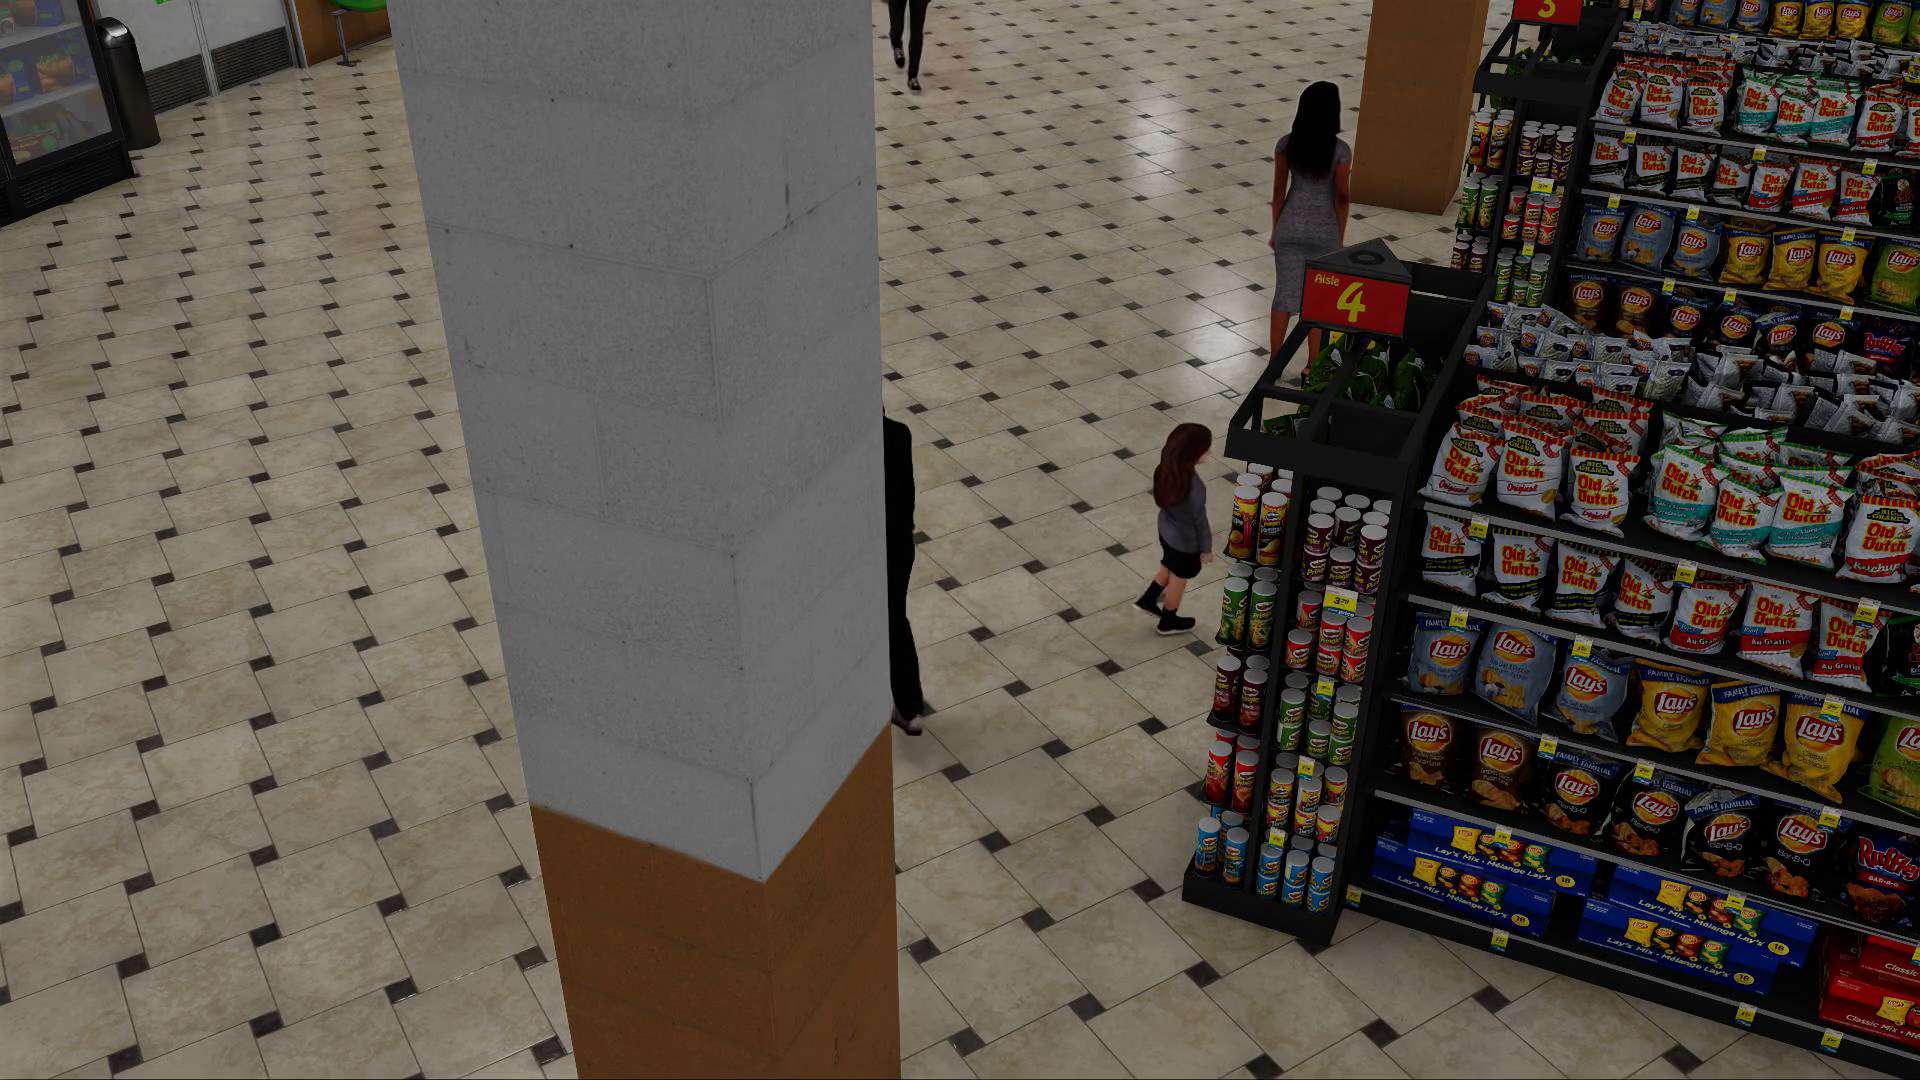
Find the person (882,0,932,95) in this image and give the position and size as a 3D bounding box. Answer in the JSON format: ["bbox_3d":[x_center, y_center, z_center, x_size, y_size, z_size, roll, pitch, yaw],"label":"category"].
[{"bbox_3d":[-0.458,-4.851,14.380,1.071,1.808,1.049,-5,32,-8],"label":"person"}]

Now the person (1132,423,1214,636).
[{"bbox_3d":[0.921,-0.031,7.311,0.642,1.091,0.584,-10,33,-15],"label":"person"}]

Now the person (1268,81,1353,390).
[{"bbox_3d":[1.942,-1.685,9.316,0.448,1.781,0.639,13,34,20],"label":"person"}]
